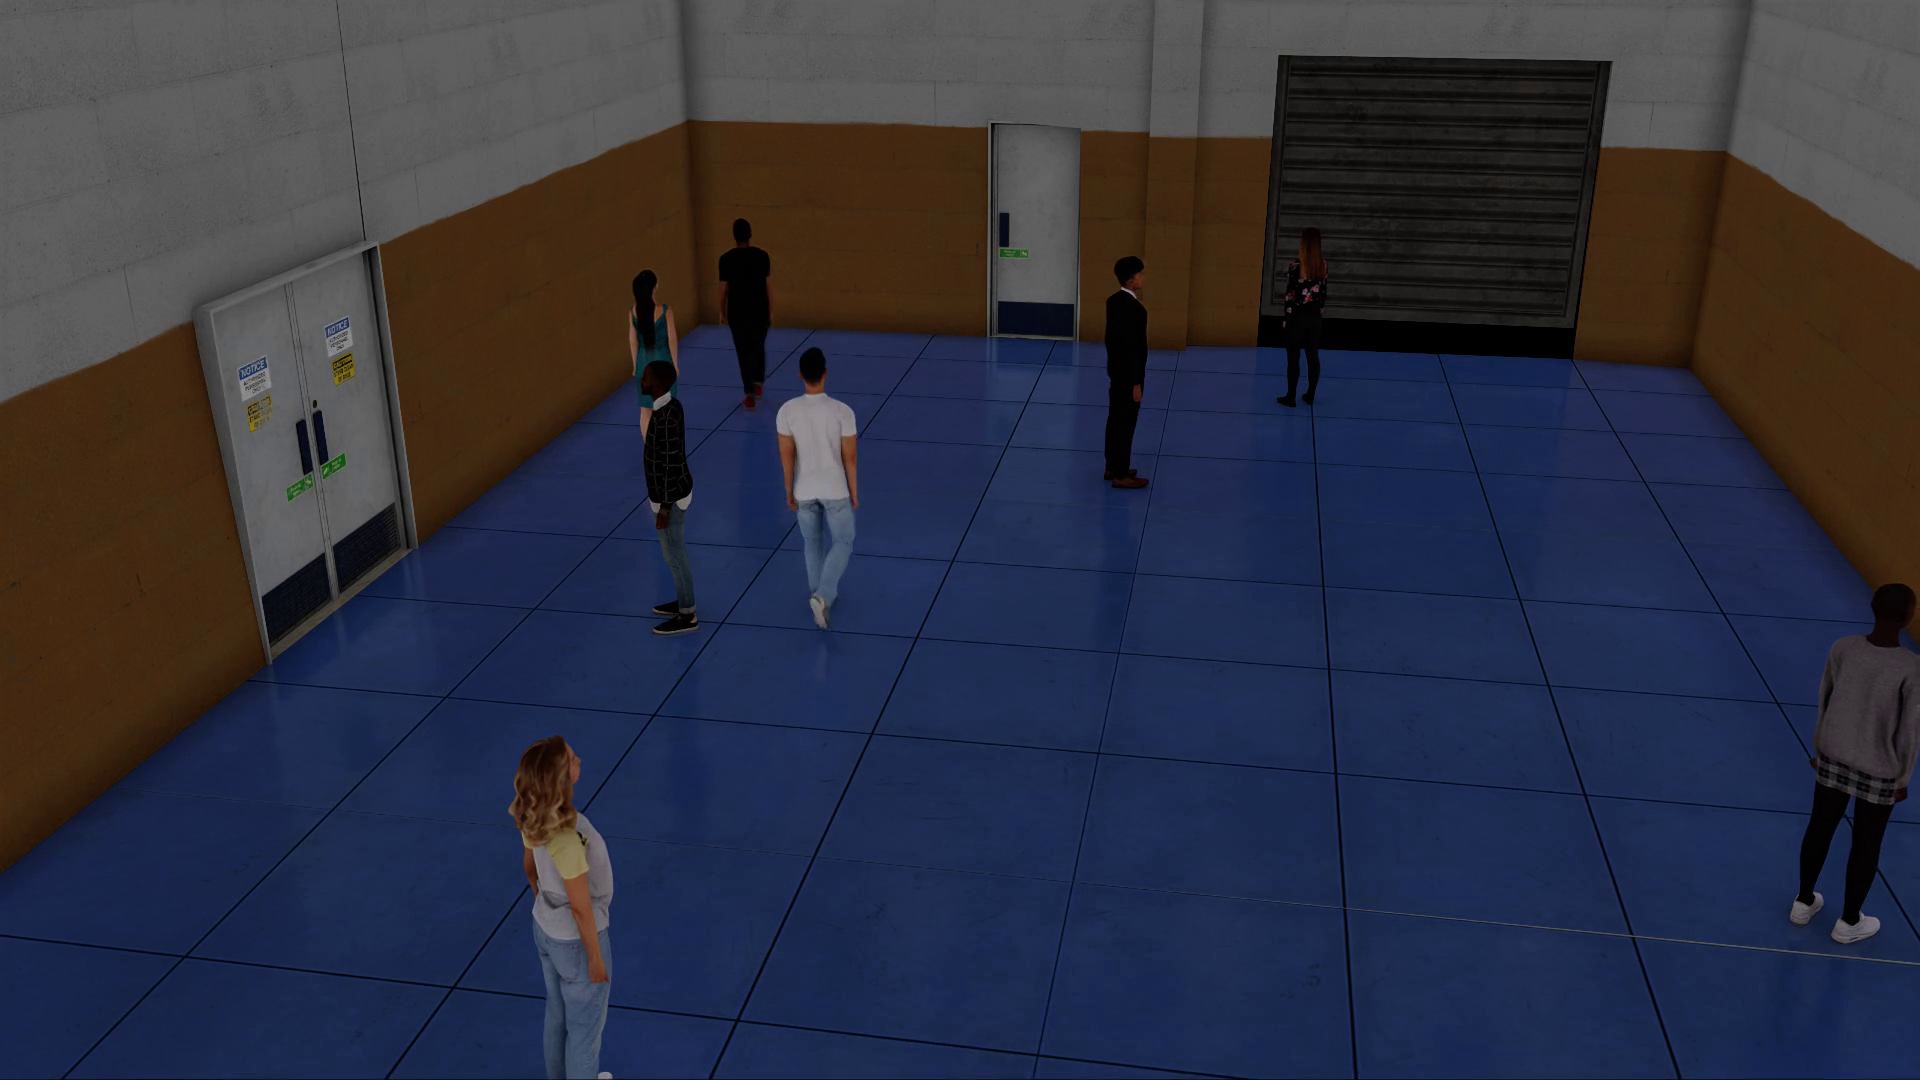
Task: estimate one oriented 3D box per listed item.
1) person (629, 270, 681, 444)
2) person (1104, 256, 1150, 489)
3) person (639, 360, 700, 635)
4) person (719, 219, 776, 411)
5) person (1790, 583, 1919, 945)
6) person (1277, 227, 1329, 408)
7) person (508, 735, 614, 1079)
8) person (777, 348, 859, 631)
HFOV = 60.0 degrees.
[{"bbox_3d":[-2.536,-1.414,13.811,0.436,1.685,0.617,2,22,4],"label":"person"},{"bbox_3d":[1.322,-1.356,13.401,0.720,1.884,0.770,-5,23,-13],"label":"person"},{"bbox_3d":[-1.879,-0.292,10.838,0.670,1.821,0.728,-3,22,-7],"label":"person"},{"bbox_3d":[-1.938,-2.049,15.316,0.890,1.741,0.895,-6,23,-13],"label":"person"},{"bbox_3d":[4.132,1.017,7.647,0.748,1.771,0.686,-15,26,-33],"label":"person"},{"bbox_3d":[3.203,-2.071,15.449,0.598,1.684,0.705,-8,23,-19],"label":"person"},{"bbox_3d":[-1.509,1.529,6.415,0.770,1.723,0.694,-17,28,-36],"label":"person"},{"bbox_3d":[-0.909,-0.314,10.862,0.976,1.843,0.733,4,22,9],"label":"person"}]
